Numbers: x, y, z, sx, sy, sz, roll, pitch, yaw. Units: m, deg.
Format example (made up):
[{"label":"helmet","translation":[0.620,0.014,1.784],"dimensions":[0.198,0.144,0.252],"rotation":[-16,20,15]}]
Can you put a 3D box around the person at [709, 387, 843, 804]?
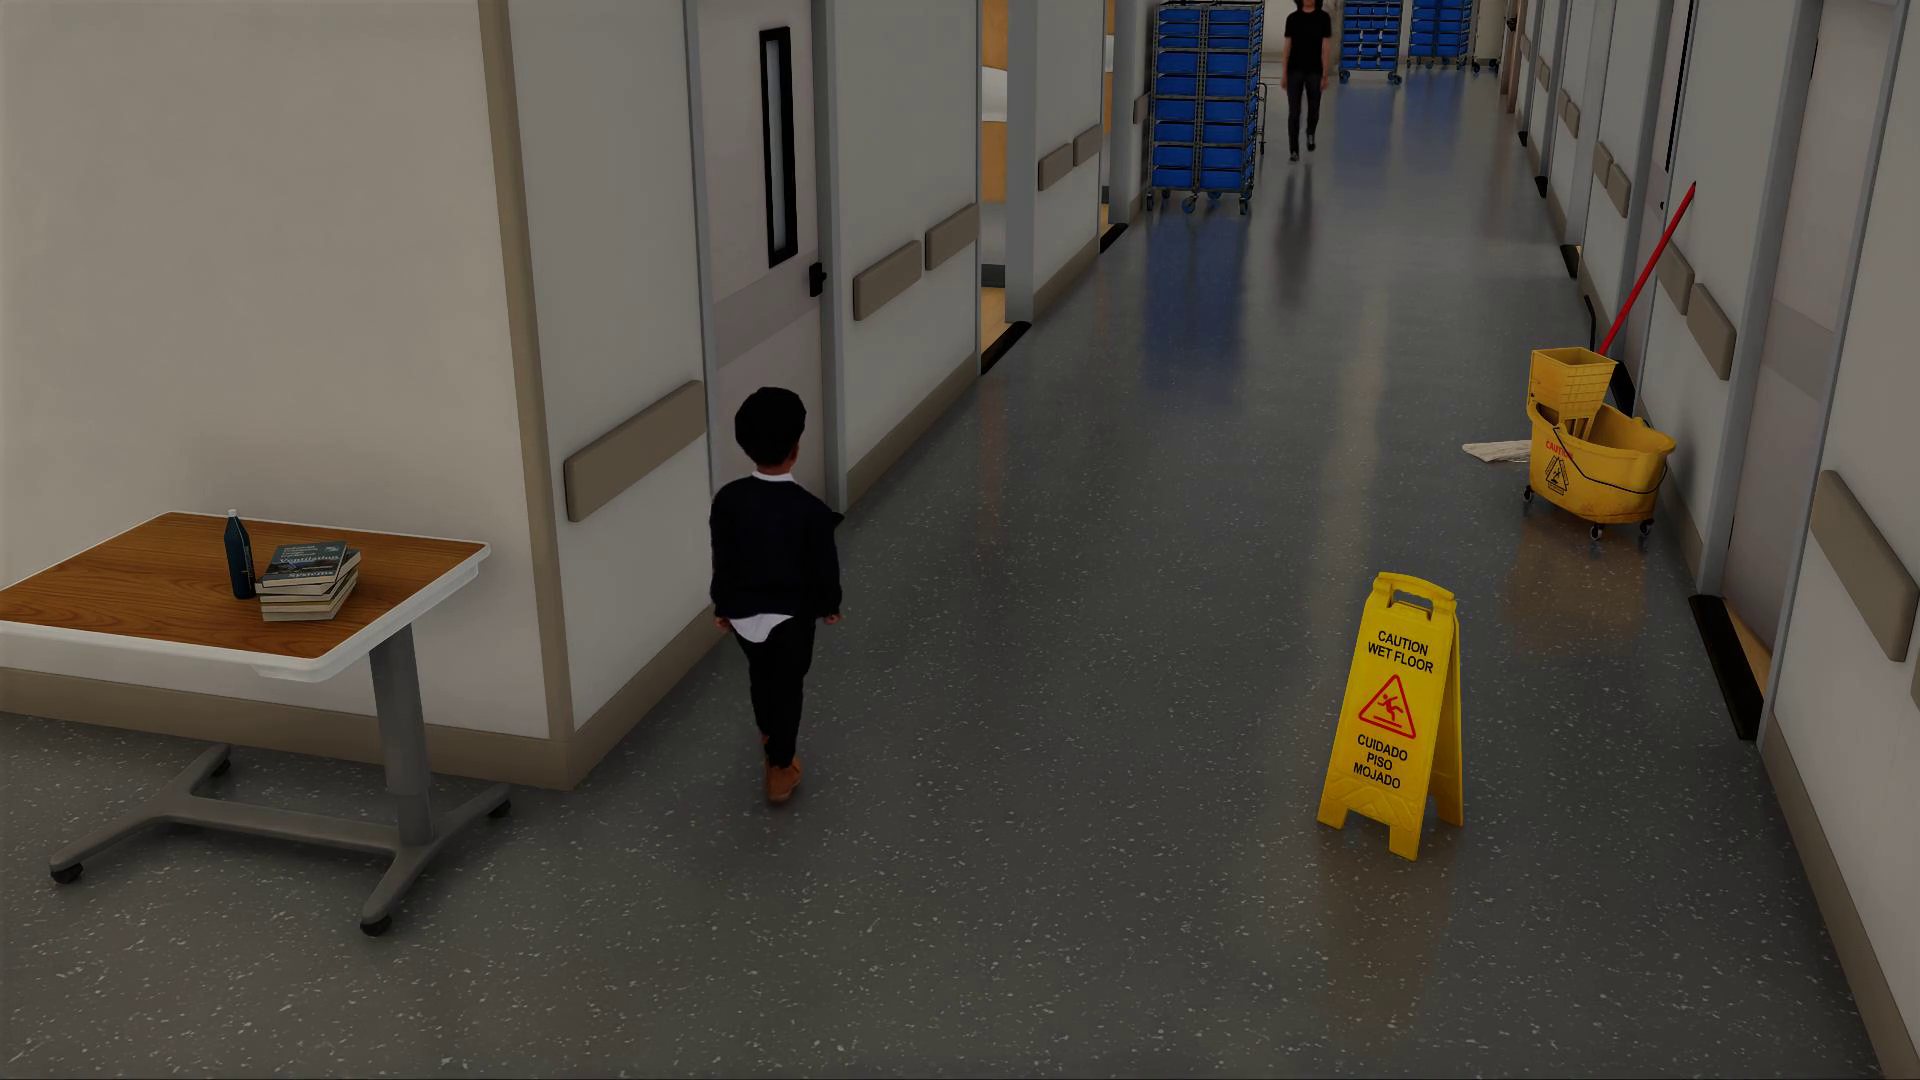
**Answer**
[{"label":"person","translation":[-0.550,0.185,4.759],"dimensions":[0.537,1.211,0.680],"rotation":[4,21,10]}]

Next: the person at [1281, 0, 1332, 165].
[{"label":"person","translation":[3.562,-4.827,17.119],"dimensions":[0.625,1.816,0.894],"rotation":[6,22,15]}]
